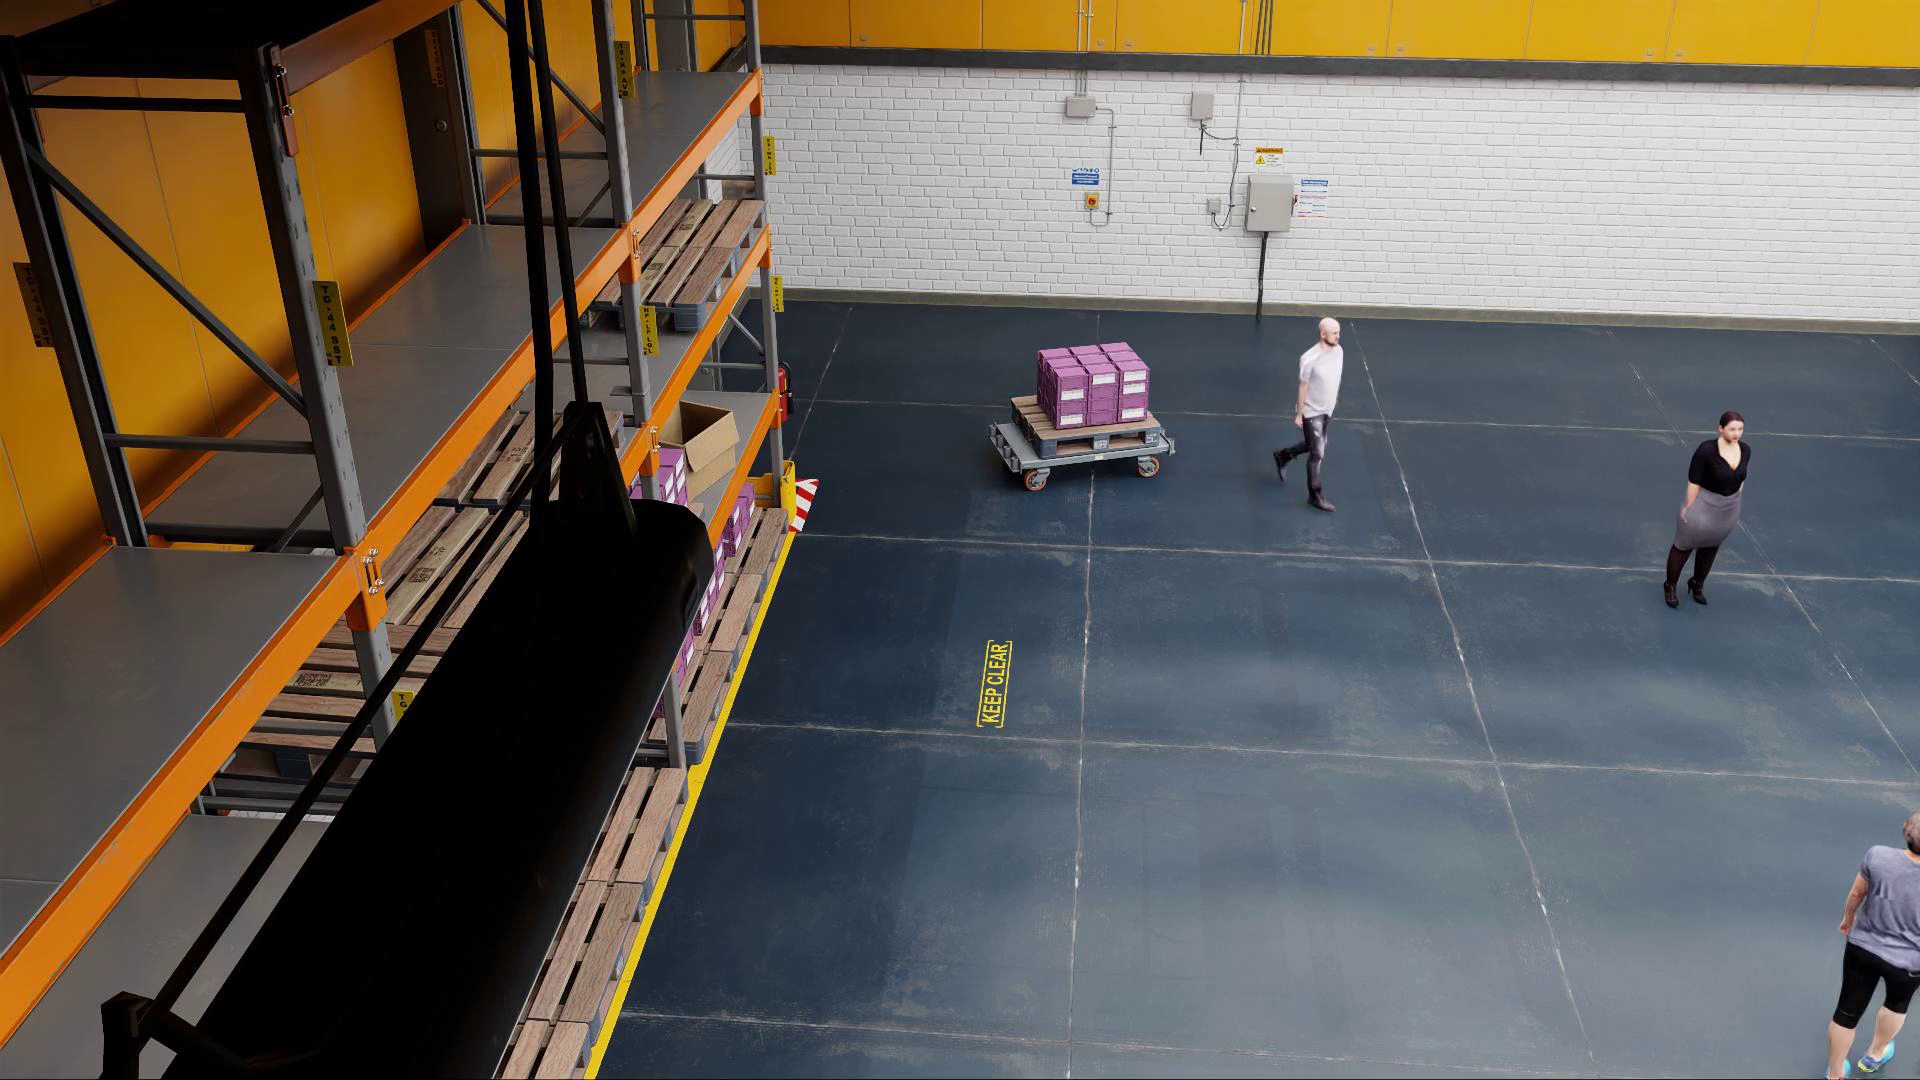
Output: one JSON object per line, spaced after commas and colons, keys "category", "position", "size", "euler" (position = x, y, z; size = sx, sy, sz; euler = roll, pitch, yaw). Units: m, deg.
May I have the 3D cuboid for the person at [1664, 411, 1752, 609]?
{"category": "person", "position": [6.151, -0.262, 13.673], "size": [0.720, 1.759, 0.701], "euler": [-4, 29, -8]}

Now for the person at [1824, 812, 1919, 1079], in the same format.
{"category": "person", "position": [4.939, 2.272, 8.911], "size": [0.933, 1.872, 1.011], "euler": [22, 36, 35]}

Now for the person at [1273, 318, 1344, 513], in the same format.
{"category": "person", "position": [3.226, -1.213, 15.370], "size": [1.127, 1.805, 1.192], "euler": [-22, 35, -34]}
